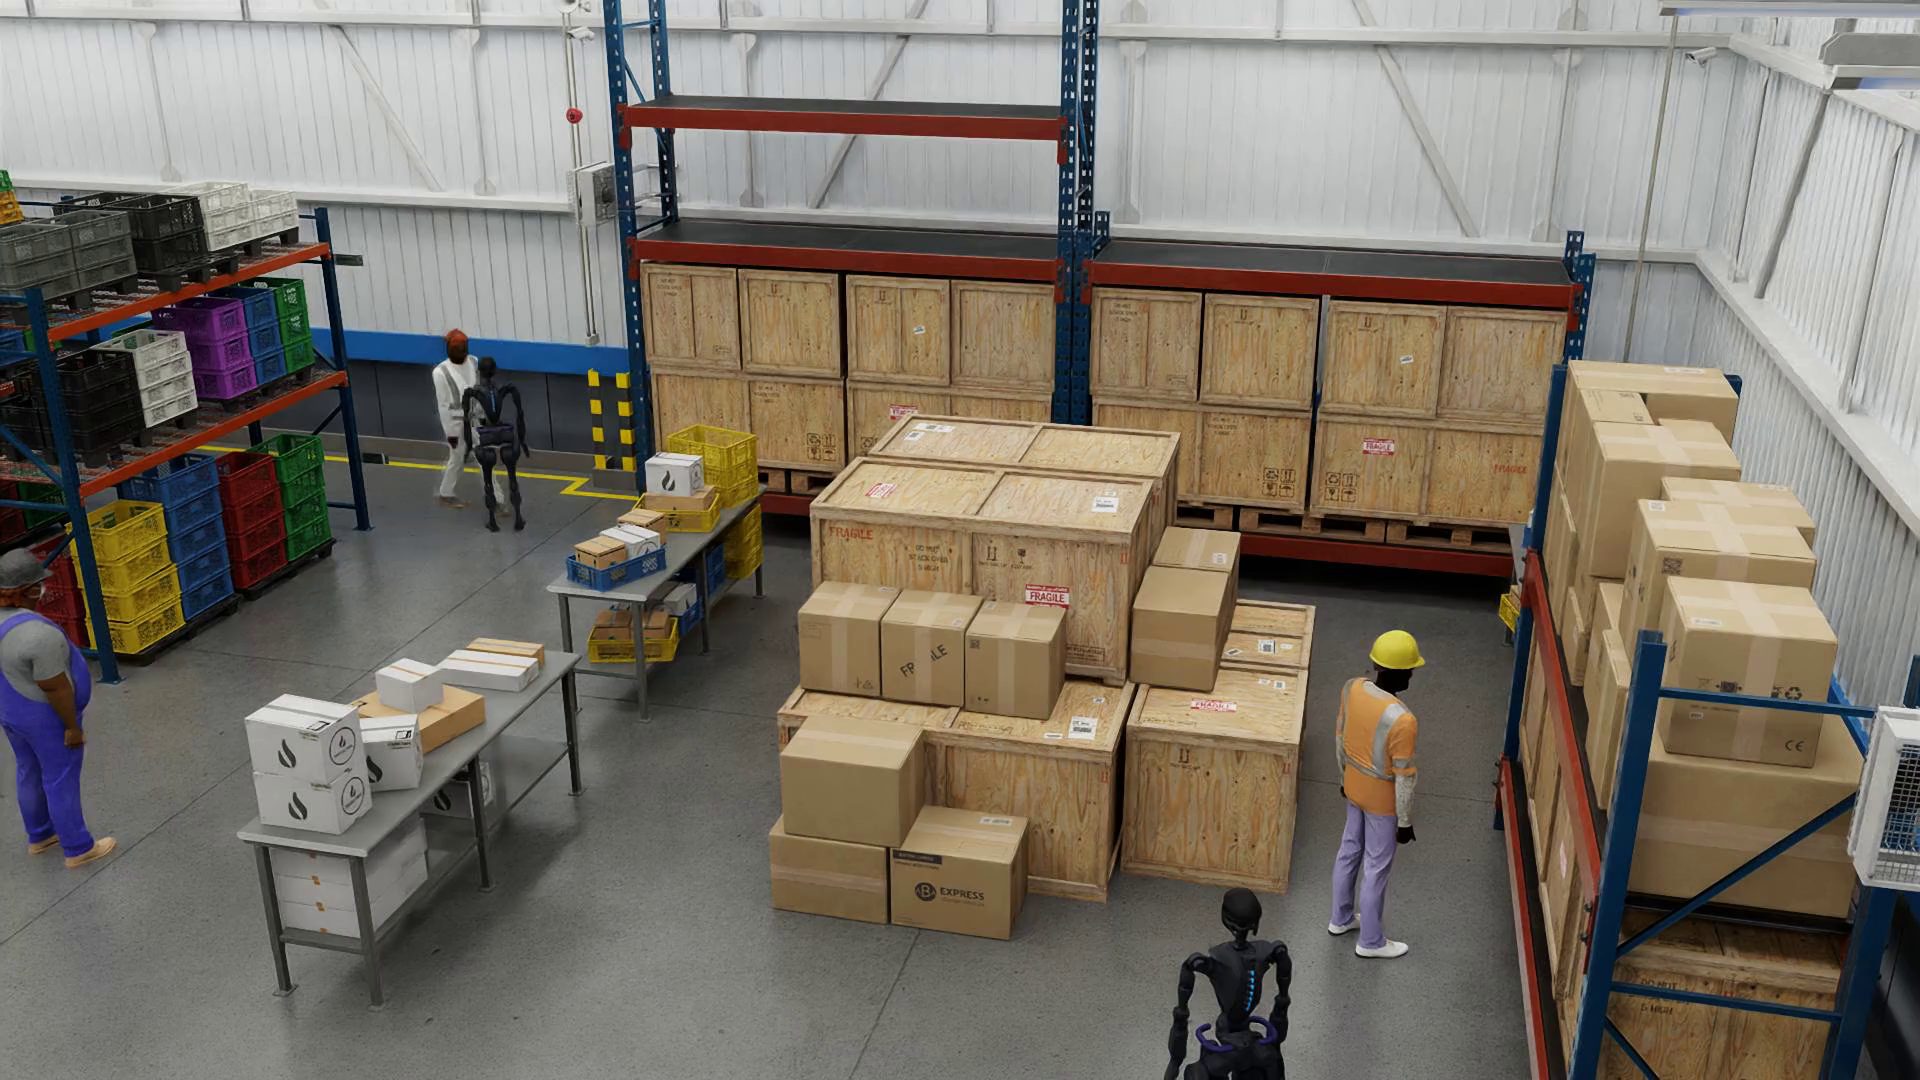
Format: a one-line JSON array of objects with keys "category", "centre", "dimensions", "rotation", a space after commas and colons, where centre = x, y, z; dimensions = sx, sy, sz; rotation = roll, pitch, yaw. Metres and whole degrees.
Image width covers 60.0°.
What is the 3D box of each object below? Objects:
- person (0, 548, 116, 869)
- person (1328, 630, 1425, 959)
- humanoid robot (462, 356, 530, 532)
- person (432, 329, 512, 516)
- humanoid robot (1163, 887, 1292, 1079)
[{"category": "person", "centre": [-5.476, 0.992, 9.973], "dimensions": [0.679, 2.000, 0.536], "rotation": [11, 24, 27]}, {"category": "person", "centre": [2.289, 1.382, 9.108], "dimensions": [0.368, 1.925, 0.593], "rotation": [-9, 23, -22]}, {"category": "humanoid robot", "centre": [-4.295, -0.892, 15.410], "dimensions": [0.600, 1.658, 0.344], "rotation": [-9, 23, -22]}, {"category": "person", "centre": [-4.717, -1.125, 15.801], "dimensions": [0.839, 1.836, 0.662], "rotation": [10, 23, 24]}, {"category": "humanoid robot", "centre": [1.164, 2.245, 7.199], "dimensions": [0.570, 1.651, 0.335], "rotation": [-6, 22, -16]}]
